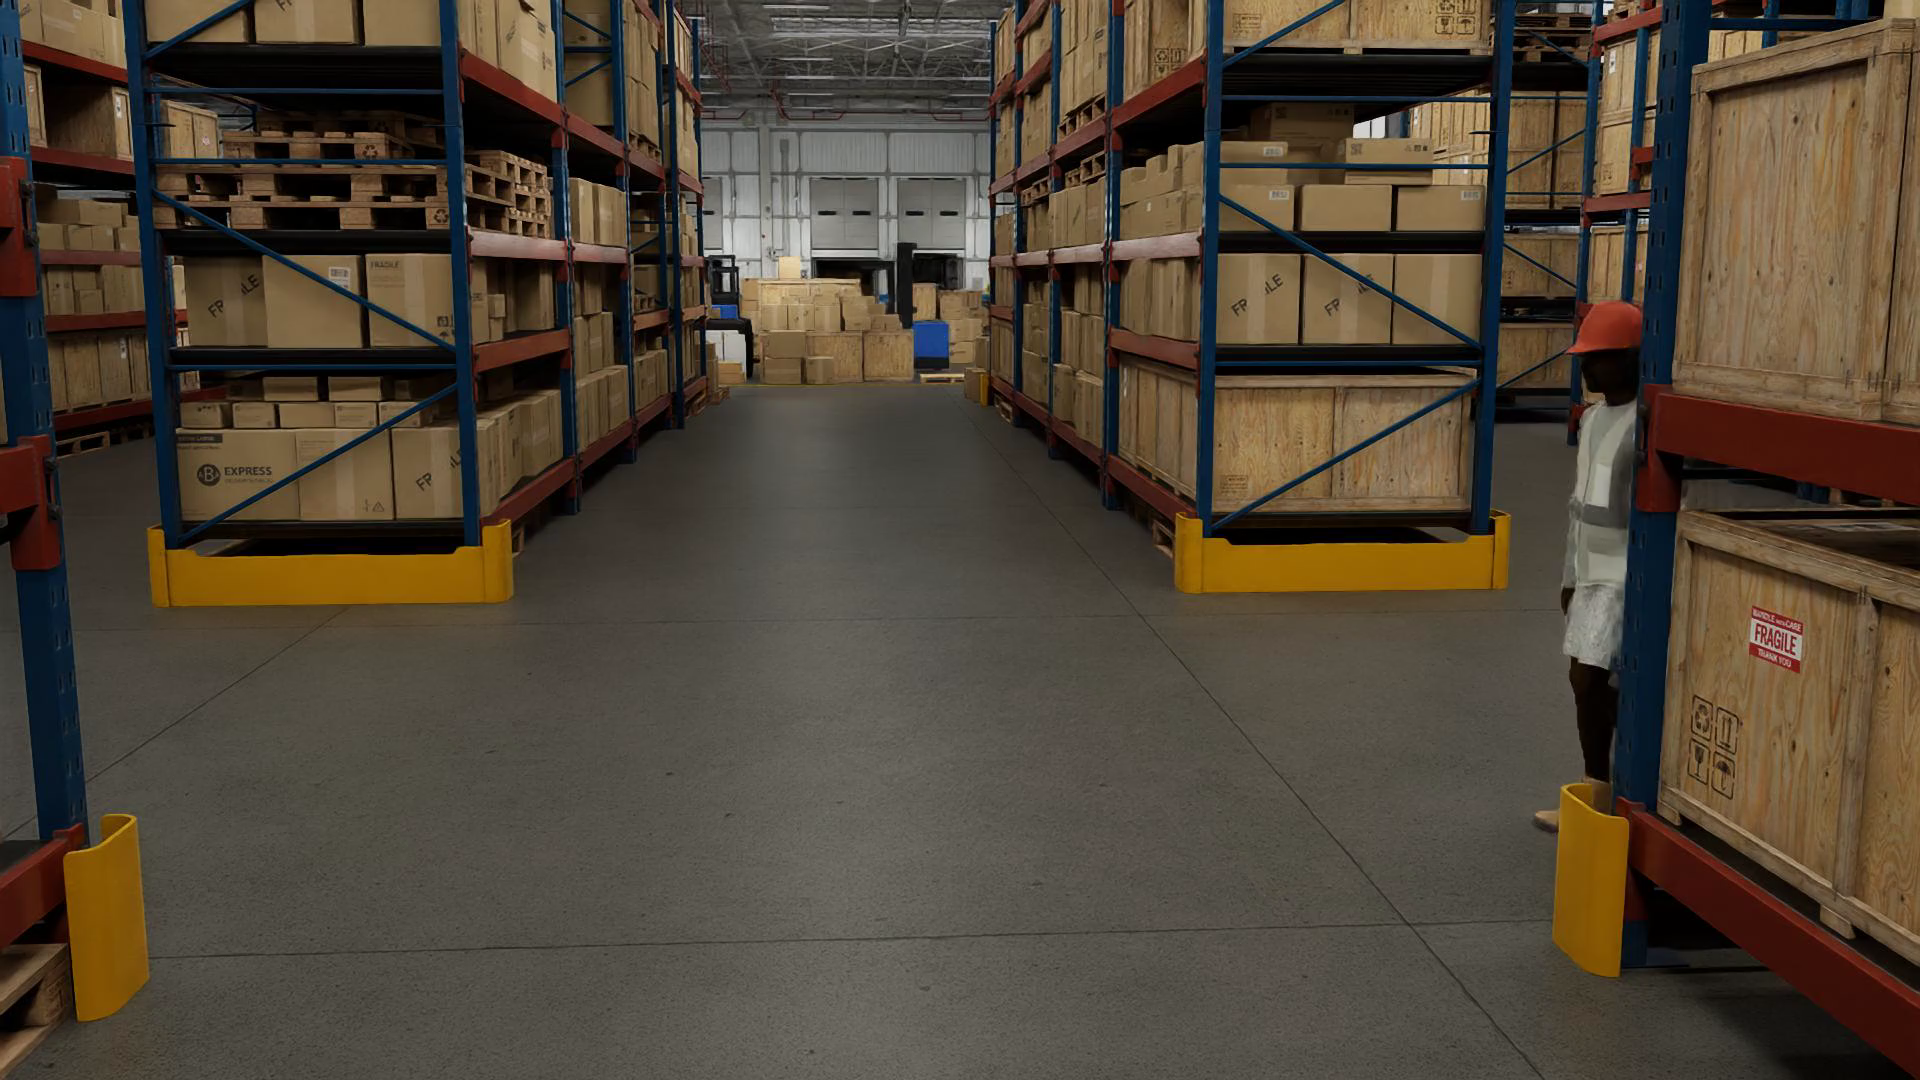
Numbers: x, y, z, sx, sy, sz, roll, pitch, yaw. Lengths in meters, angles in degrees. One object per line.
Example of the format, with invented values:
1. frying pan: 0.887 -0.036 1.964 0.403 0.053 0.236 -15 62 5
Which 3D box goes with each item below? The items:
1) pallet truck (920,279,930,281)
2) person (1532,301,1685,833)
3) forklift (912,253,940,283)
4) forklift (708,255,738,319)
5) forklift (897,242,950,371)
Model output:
1. pallet truck: -0.932 -8.922 63.114 1.885 1.965 0.823 2 9 13
2. person: 2.450 0.130 6.191 0.490 2.023 0.628 -1 9 -6
3. forklift: -1.098 -7.823 53.451 1.129 2.768 1.873 -6 11 -32
4. forklift: -8.312 -8.585 58.236 1.129 2.768 1.873 -1 9 -4
5. forklift: -1.194 -5.155 36.697 1.873 2.768 1.129 -1 9 -5
